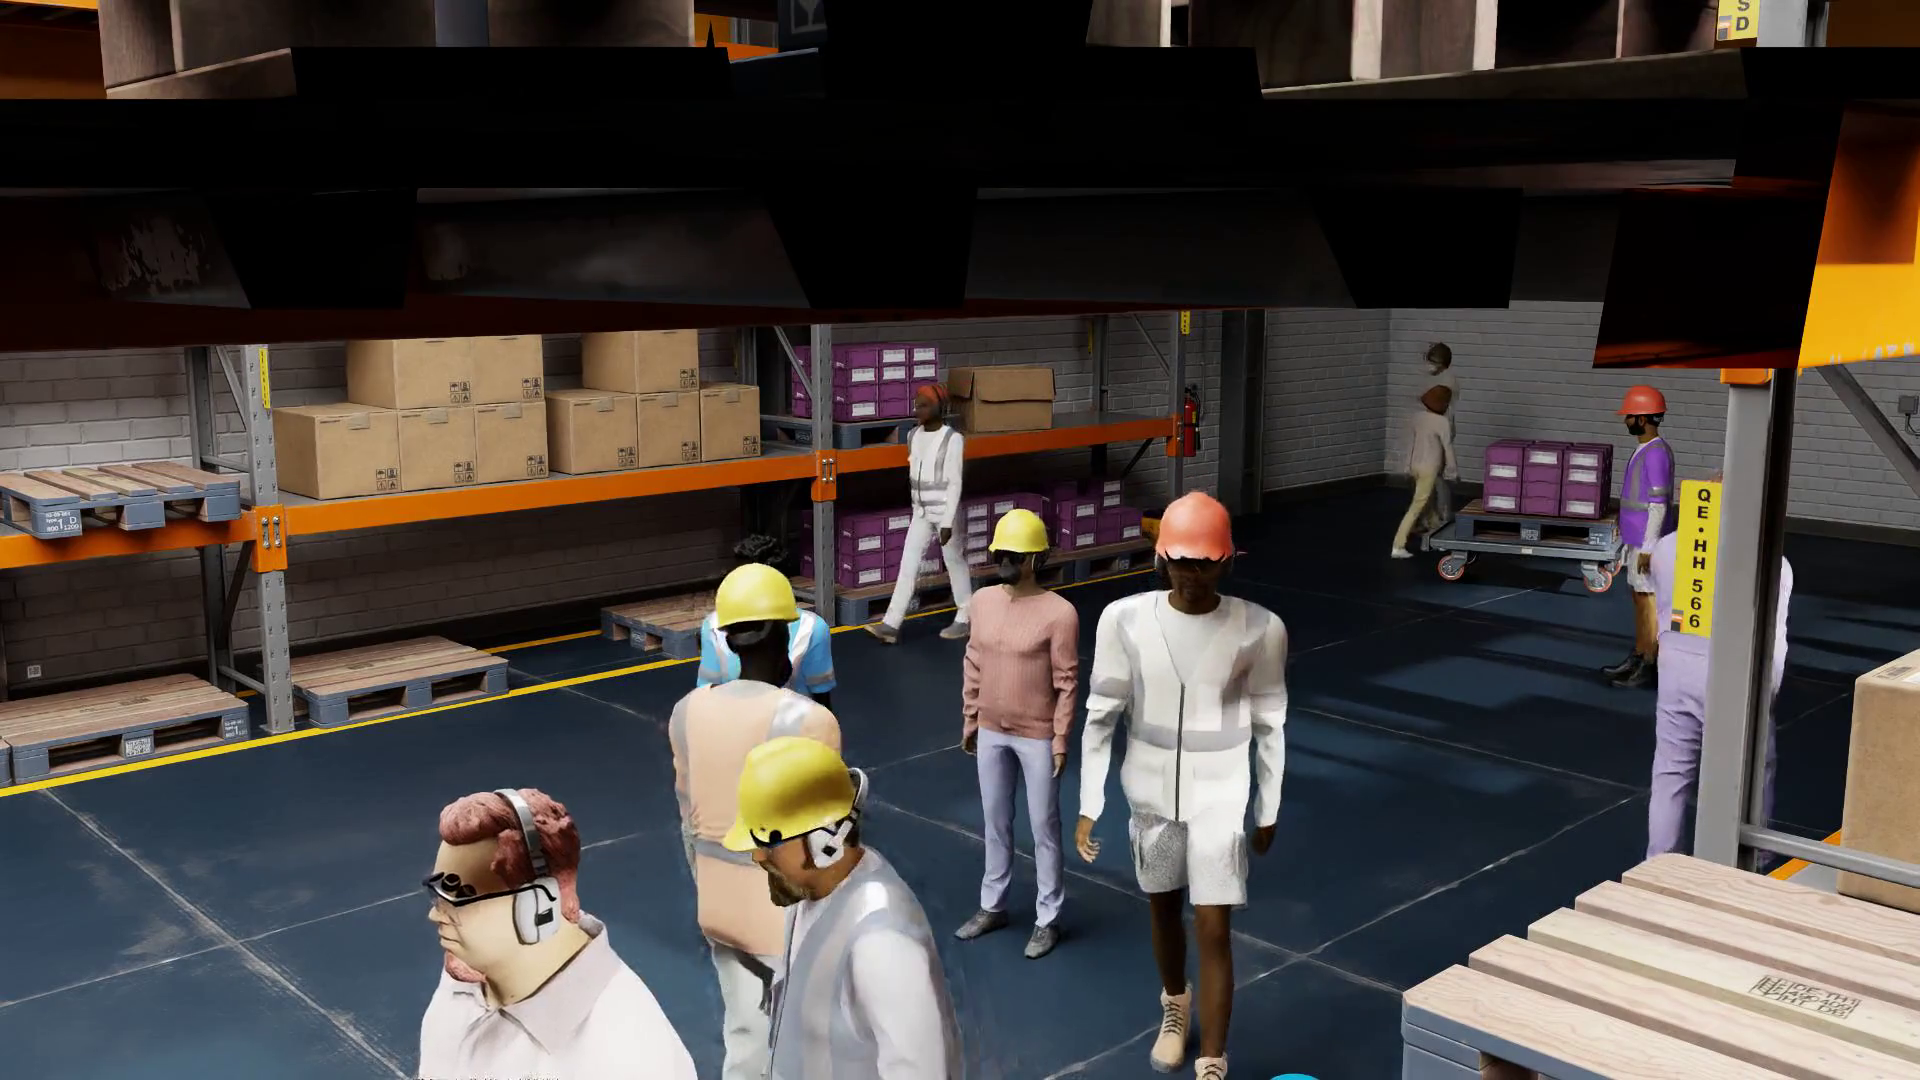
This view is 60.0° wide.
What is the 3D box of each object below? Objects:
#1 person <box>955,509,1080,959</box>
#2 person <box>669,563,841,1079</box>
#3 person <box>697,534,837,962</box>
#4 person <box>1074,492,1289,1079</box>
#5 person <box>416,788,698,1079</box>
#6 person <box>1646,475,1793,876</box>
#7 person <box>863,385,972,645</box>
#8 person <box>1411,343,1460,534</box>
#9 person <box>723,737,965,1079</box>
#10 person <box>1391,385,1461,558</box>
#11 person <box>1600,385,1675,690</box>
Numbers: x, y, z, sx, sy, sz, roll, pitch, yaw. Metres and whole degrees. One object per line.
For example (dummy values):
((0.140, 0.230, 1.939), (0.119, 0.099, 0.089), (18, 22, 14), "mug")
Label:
((0.226, 0.751, 6.542), (0.523, 1.771, 0.304), (7, 12, 35), "person")
((-0.524, 1.018, 4.570), (0.624, 1.902, 0.440), (7, 12, 35), "person")
((-0.747, 0.809, 6.404), (0.540, 1.695, 0.317), (1, 10, 6), "person")
((0.693, 0.852, 5.280), (0.634, 2.000, 0.985), (3, 10, 17), "person")
((-0.701, 1.330, 2.746), (0.400, 1.907, 0.644), (-9, 13, -42), "person")
((3.250, 0.617, 7.036), (0.858, 1.870, 0.641), (-7, 12, -36), "person")
((-0.240, -0.162, 11.680), (0.966, 1.831, 0.608), (-9, 13, -43), "person")
((4.658, -0.969, 16.254), (0.432, 1.901, 0.671), (-1, 10, -4), "person")
((-0.244, 1.276, 3.489), (0.971, 1.765, 0.632), (-2, 10, -12), "person")
((4.286, -0.619, 15.112), (0.840, 1.578, 0.523), (-3, 10, -17), "person")
((4.302, -0.011, 10.520), (0.376, 1.934, 0.546), (3, 10, 15), "person")
